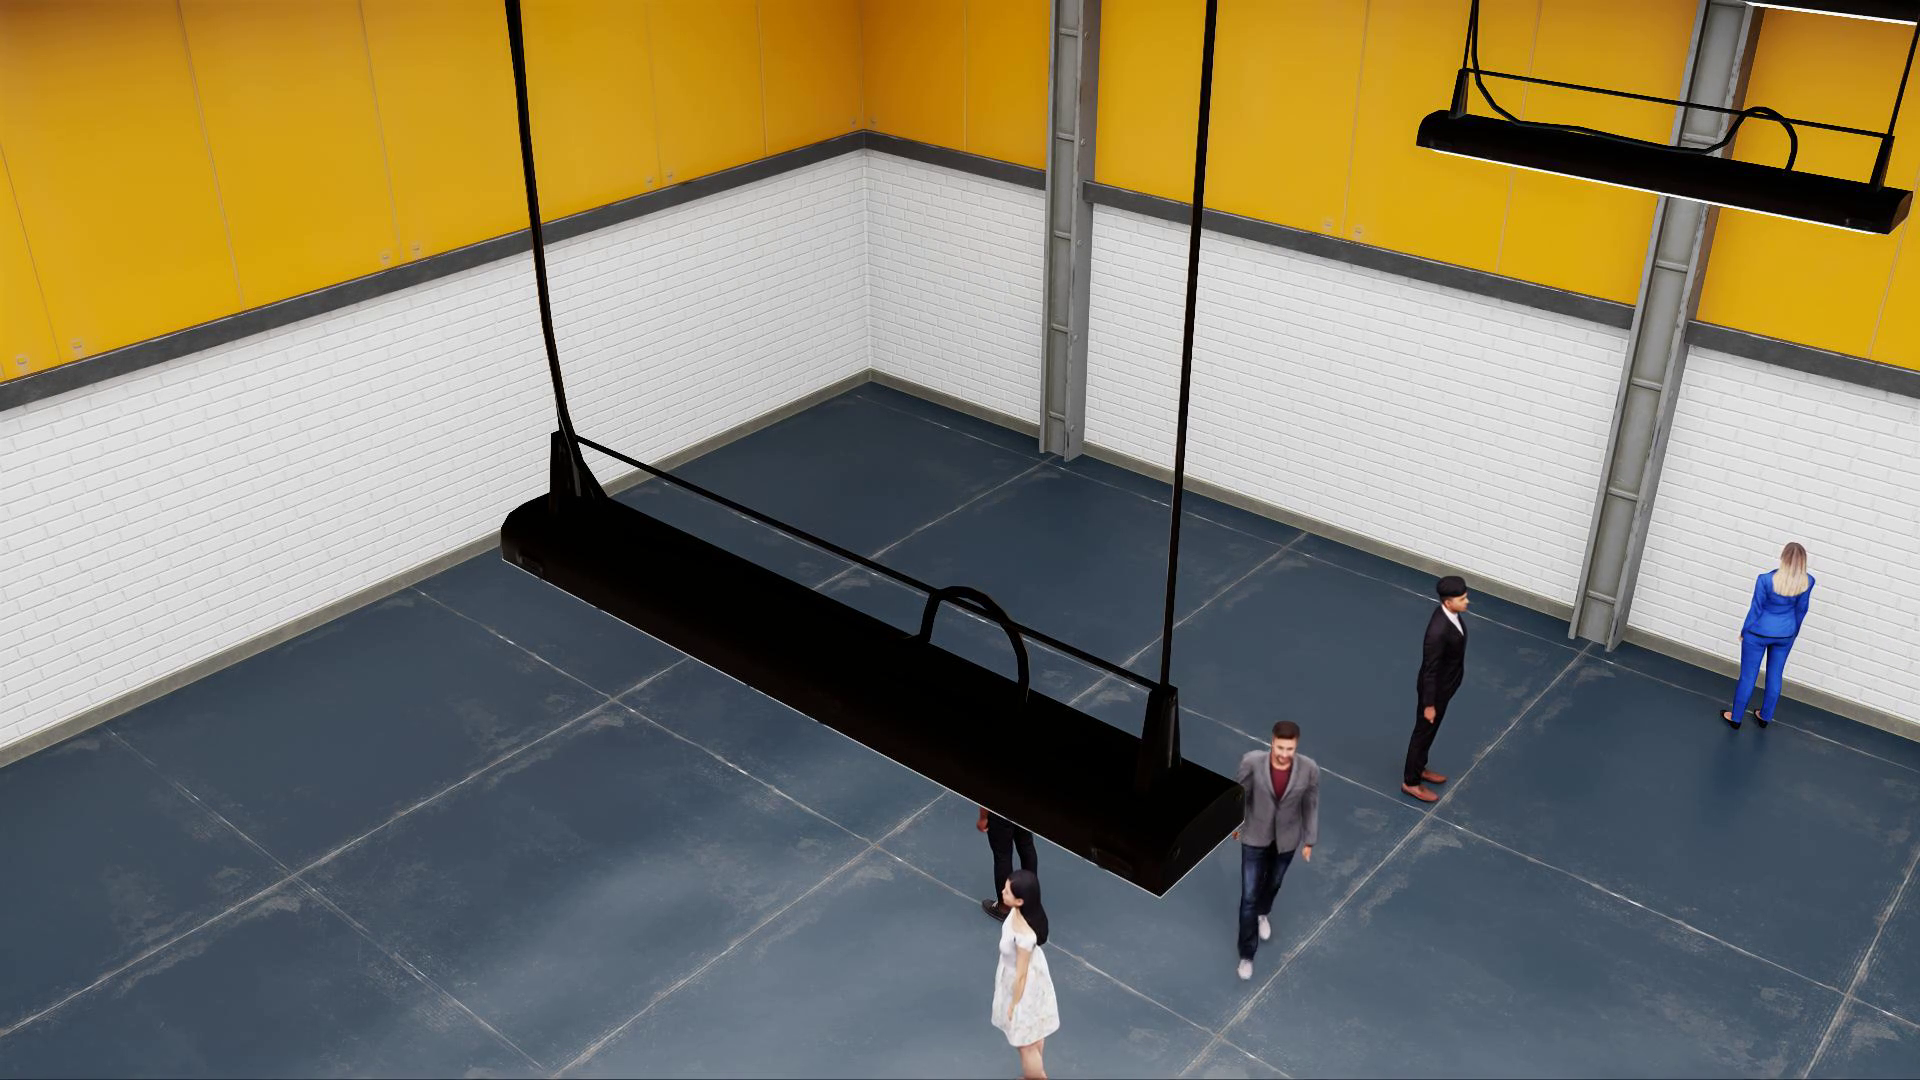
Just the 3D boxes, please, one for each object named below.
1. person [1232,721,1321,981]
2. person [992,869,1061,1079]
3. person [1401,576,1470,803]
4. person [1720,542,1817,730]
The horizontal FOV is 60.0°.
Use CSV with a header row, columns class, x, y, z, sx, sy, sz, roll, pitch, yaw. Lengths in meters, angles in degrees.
class,x,y,z,sx,sy,sz,roll,pitch,yaw
person,2.063,1.929,11.092,1.124,1.840,1.136,2,29,3
person,0.372,2.663,9.818,0.810,1.769,0.773,3,29,5
person,3.590,1.091,12.581,0.648,1.884,0.751,13,31,22
person,6.515,0.769,13.361,0.689,1.701,0.766,0,29,0
